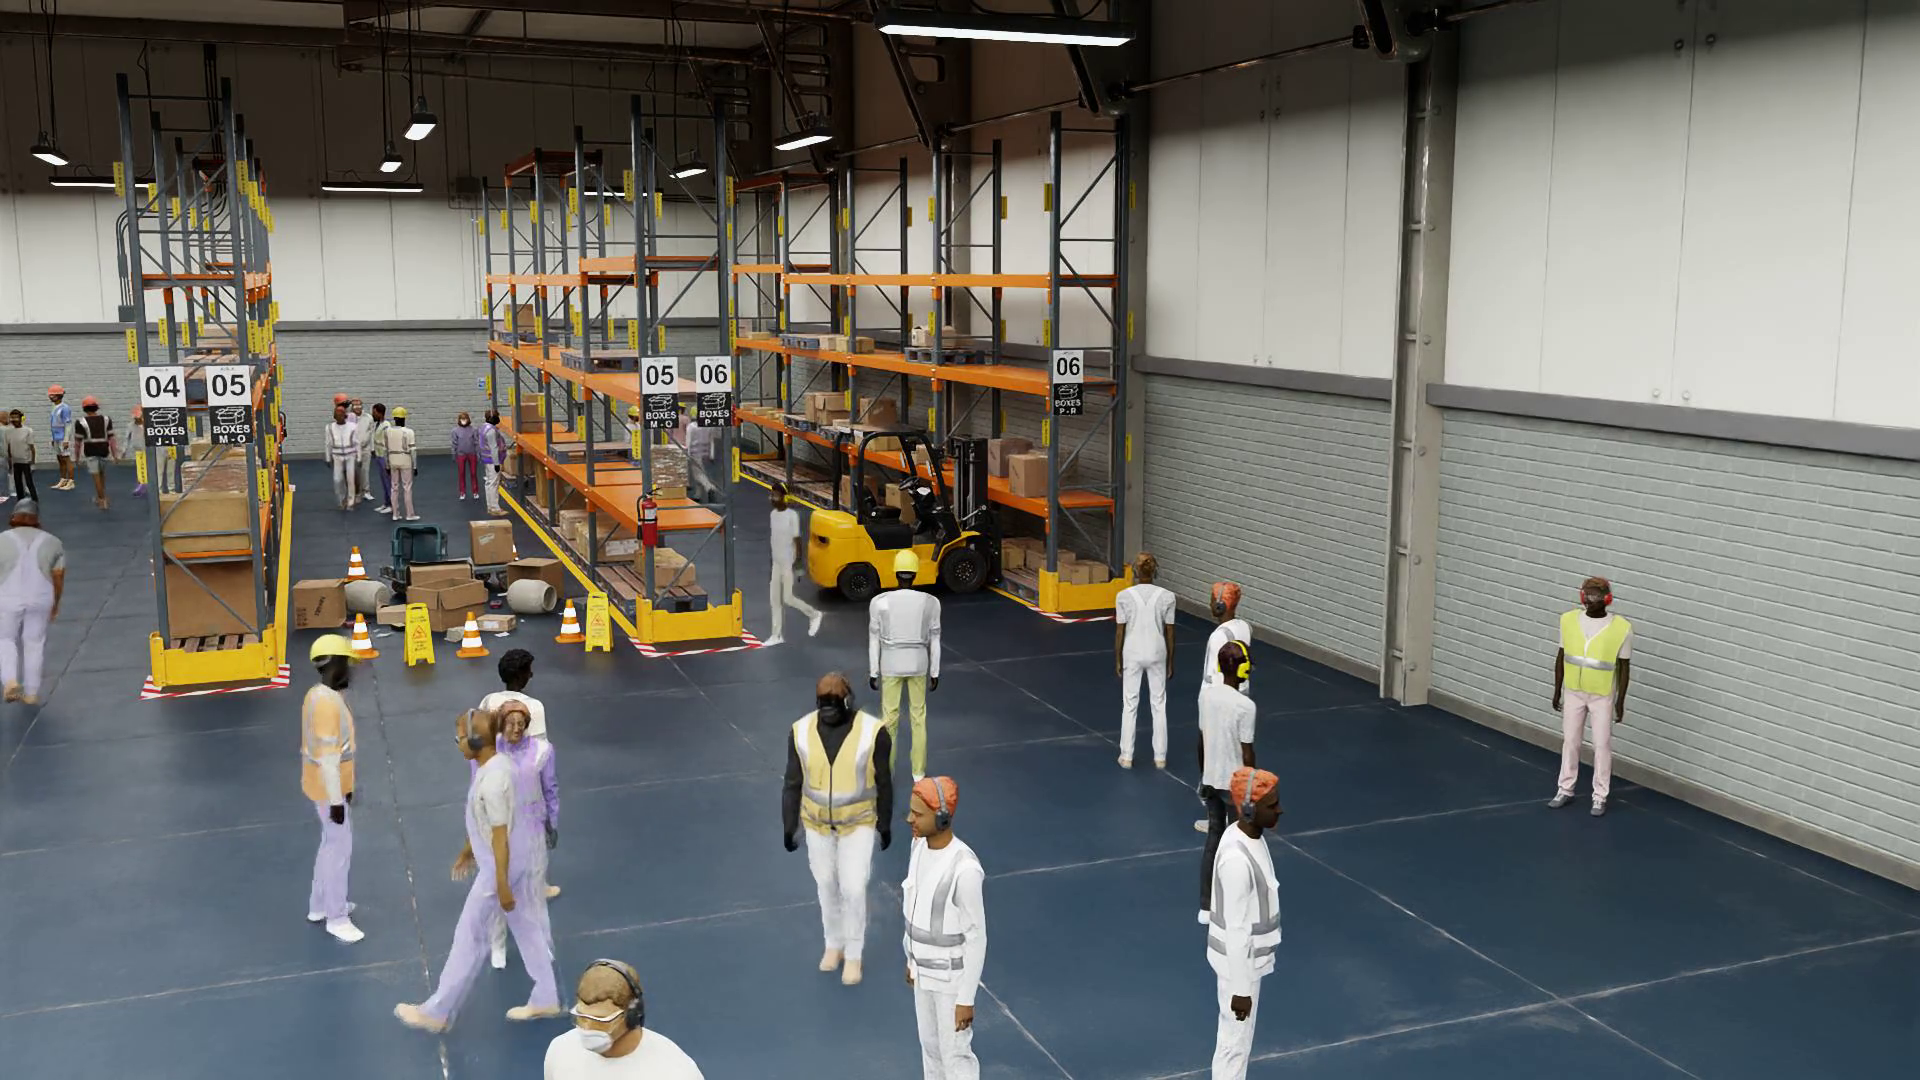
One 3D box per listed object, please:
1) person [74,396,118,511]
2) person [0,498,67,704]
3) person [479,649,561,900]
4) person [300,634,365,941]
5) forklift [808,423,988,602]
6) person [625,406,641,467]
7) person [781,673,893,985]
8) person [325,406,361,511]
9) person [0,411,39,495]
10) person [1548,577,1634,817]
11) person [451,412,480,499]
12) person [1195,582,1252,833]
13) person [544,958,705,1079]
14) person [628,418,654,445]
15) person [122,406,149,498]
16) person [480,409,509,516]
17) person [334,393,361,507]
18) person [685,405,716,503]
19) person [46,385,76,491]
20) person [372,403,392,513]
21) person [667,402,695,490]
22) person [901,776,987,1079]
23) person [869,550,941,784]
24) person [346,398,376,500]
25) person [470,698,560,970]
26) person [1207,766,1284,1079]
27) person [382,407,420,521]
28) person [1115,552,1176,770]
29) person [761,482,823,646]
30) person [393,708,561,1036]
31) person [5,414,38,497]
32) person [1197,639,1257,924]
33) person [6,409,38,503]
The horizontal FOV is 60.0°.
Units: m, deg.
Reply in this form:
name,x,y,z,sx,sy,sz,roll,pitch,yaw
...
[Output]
name,x,y,z,sx,sy,sz,roll,pitch,yaw
person,-15.342,-1.534,29.412,0.977,1.999,0.635,8,12,41
person,-9.024,0.569,16.068,0.738,2.000,0.567,-7,11,-36
person,-2.909,1.553,10.962,0.533,1.692,0.318,4,10,25
person,-3.938,1.550,10.399,0.377,1.887,0.688,-3,10,-20
forklift,-0.830,-0.399,21.676,2.313,2.155,1.214,-4,10,-21
person,-5.962,-1.577,30.469,0.338,1.757,0.521,2,9,14
person,-0.742,1.686,9.724,0.650,1.819,0.638,2,9,12
person,-10.791,-1.416,29.117,0.601,1.864,0.539,-2,9,-14
person,-17.921,-1.630,31.301,0.816,1.594,0.505,-3,9,-18
person,4.850,1.186,12.784,0.565,1.850,0.390,7,12,38
person,-9.138,-1.561,30.775,0.503,1.627,0.289,-3,9,-18
person,1.964,1.238,12.346,0.341,1.882,0.587,5,10,30
person,-1.112,2.298,5.537,0.627,1.933,0.367,4,10,26
person,-6.374,-1.933,33.189,0.526,1.603,0.676,-2,9,-13
person,-15.350,-1.652,31.080,0.579,1.700,0.885,3,9,16
person,-8.047,-1.343,28.728,0.429,1.844,0.625,-5,10,-26
person,-10.995,-1.608,29.772,0.394,2.040,0.609,1,9,7
person,-4.651,-1.531,30.053,0.748,1.795,0.631,8,12,41
person,-17.321,-1.965,32.005,0.608,2.044,0.371,7,11,36
person,-10.037,-1.430,29.034,0.383,1.918,0.591,-6,11,-32
person,-5.385,-1.832,32.068,0.523,1.760,0.327,3,9,18
person,-0.087,1.990,7.613,0.337,1.882,0.585,-5,10,-27
person,-0.448,1.036,13.527,0.587,1.922,0.390,-1,9,-9
person,-11.038,-1.662,30.531,0.644,1.907,0.400,-8,12,-41
person,-2.657,1.745,9.957,0.515,1.634,0.312,-3,10,-20
person,1.322,1.971,7.731,0.338,1.882,0.583,2,9,14
person,-9.414,-1.275,28.029,0.593,1.926,0.366,1,9,9
person,1.548,1.012,13.939,0.502,1.837,0.349,1,9,4
person,-1.922,0.258,18.630,0.674,1.852,0.531,-8,12,-41
person,-2.652,1.806,9.083,0.927,1.791,0.496,-1,9,-5
person,-17.585,-1.600,31.076,0.572,1.604,0.534,2,9,15
person,1.692,1.550,10.466,0.335,1.859,0.523,-6,11,-32
person,-16.109,-1.321,28.538,0.508,1.862,0.331,1,9,5
